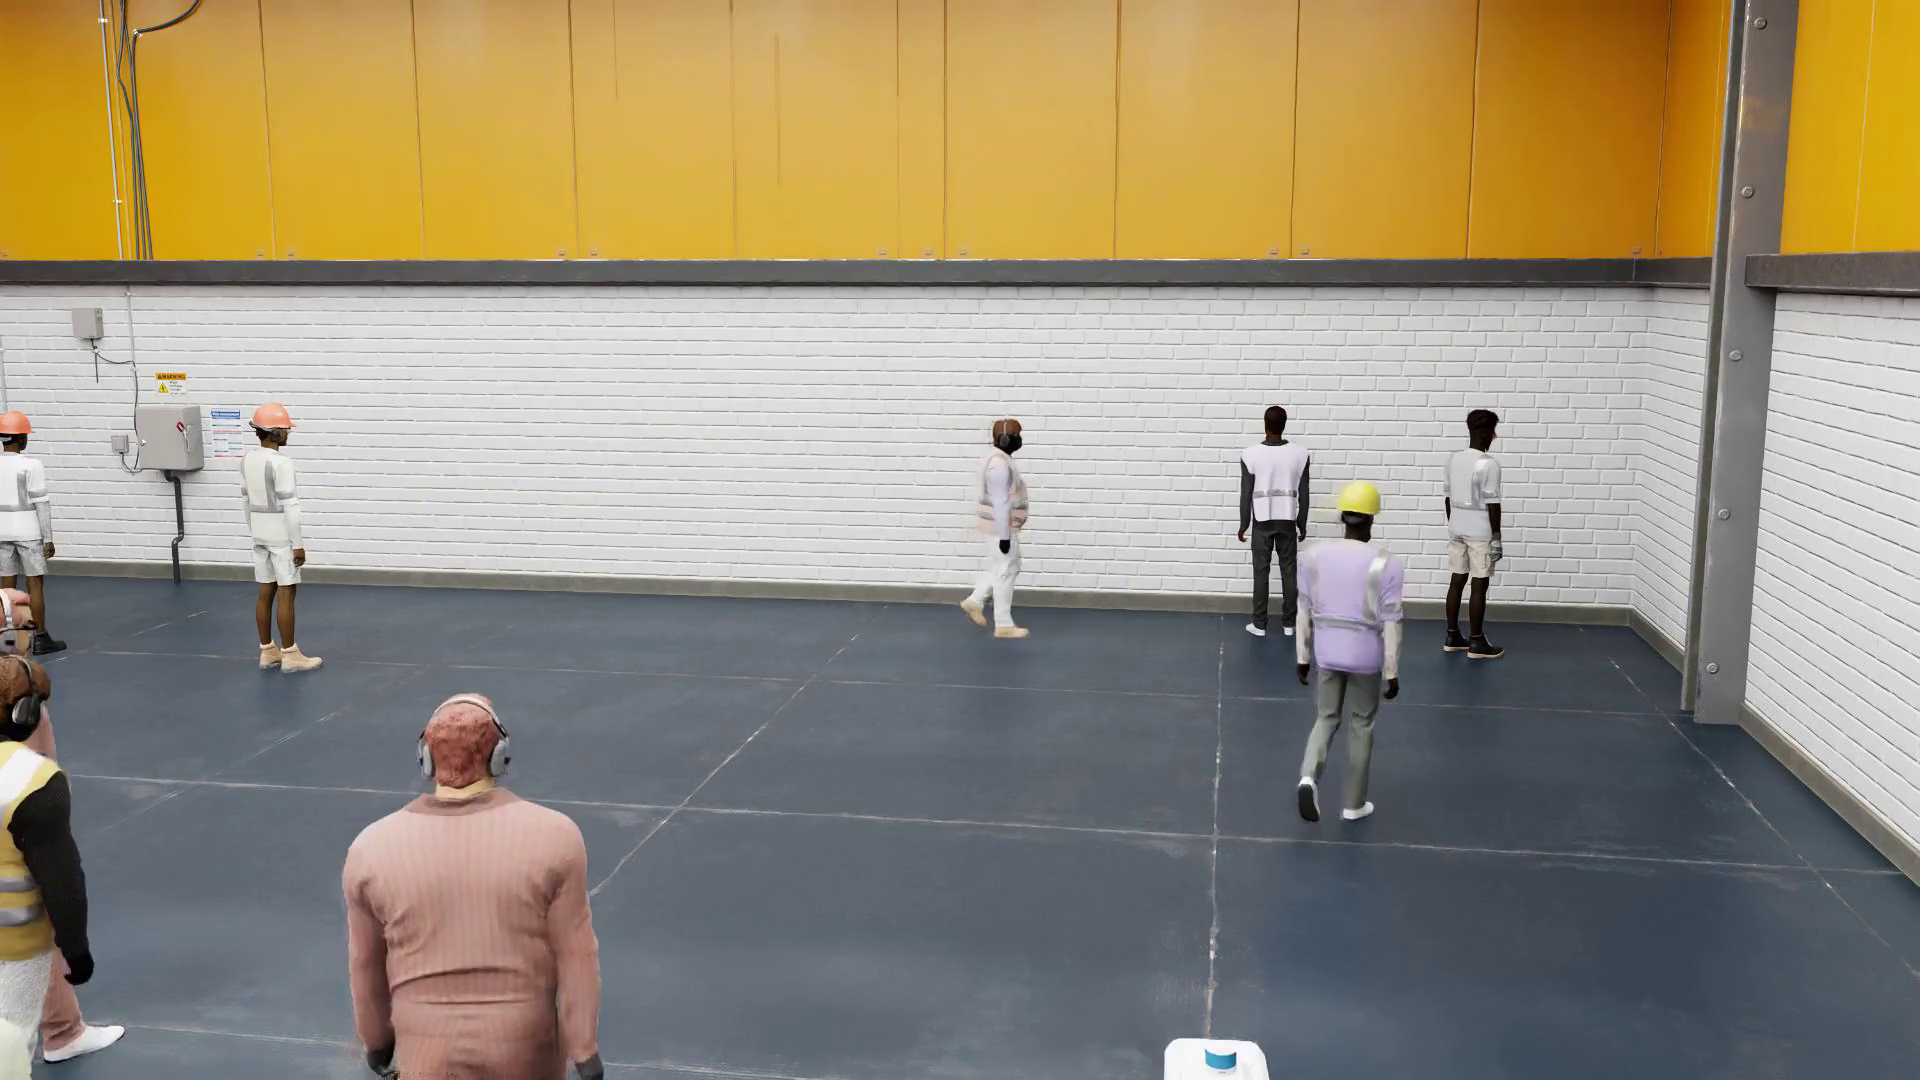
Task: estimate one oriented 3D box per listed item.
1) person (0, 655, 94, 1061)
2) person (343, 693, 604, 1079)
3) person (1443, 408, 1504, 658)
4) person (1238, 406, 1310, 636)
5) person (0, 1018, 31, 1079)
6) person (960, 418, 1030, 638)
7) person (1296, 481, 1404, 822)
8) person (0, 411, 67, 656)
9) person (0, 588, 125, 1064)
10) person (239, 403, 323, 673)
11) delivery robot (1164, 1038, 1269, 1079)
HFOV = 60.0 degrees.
[{"bbox_3d":[-3.094,1.274,5.352,0.660,1.812,0.460,3,10,20],"label":"person"},{"bbox_3d":[-1.341,1.342,4.685,0.681,1.880,0.757,-1,9,-8],"label":"person"},{"bbox_3d":[4.052,-0.058,13.089,0.367,1.964,0.604,-4,10,-23],"label":"person"},{"bbox_3d":[2.607,-0.154,13.817,0.587,1.920,0.391,0,9,-2],"label":"person"},{"bbox_3d":[-2.117,1.542,3.224,0.637,1.961,0.466,-5,10,-27],"label":"person"},{"bbox_3d":[0.323,-0.096,13.728,0.496,1.832,0.645,0,9,-2],"label":"person"},{"bbox_3d":[2.084,0.633,9.005,0.598,1.908,0.632,6,11,34],"label":"person"},{"bbox_3d":[-7.411,-0.051,13.130,0.552,1.935,0.369,1,9,5],"label":"person"},{"bbox_3d":[-3.615,1.115,6.131,0.634,1.877,0.805,5,10,27],"label":"person"},{"bbox_3d":[-5.163,-0.017,12.598,0.605,2.044,0.374,6,11,34],"label":"person"},{"bbox_3d":[0.834,1.853,5.346,0.477,0.478,0.707,1,9,5],"label":"delivery robot"}]
